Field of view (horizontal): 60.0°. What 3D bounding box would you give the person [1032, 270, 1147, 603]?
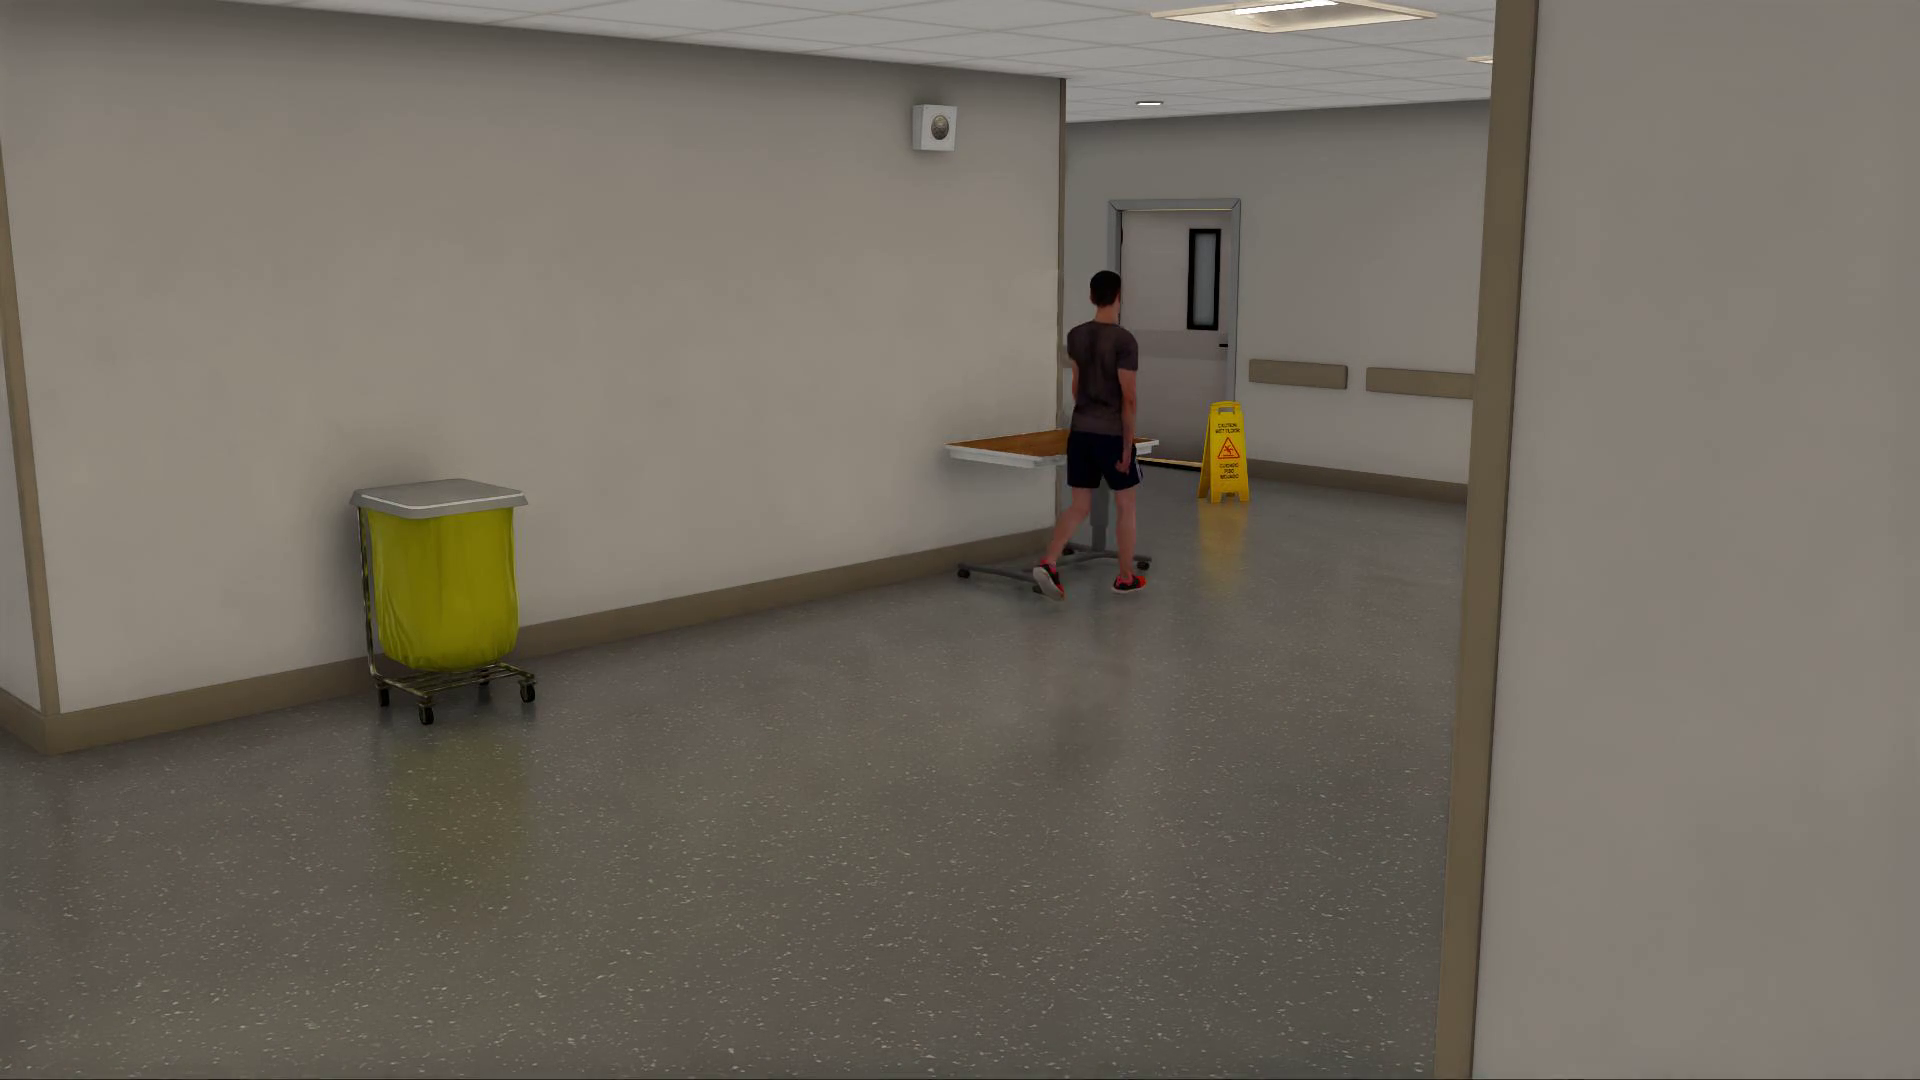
[{"bbox_3d":[0.707,-0.534,9.152,1.096,1.821,0.793,8,13,37],"label":"person"}]
